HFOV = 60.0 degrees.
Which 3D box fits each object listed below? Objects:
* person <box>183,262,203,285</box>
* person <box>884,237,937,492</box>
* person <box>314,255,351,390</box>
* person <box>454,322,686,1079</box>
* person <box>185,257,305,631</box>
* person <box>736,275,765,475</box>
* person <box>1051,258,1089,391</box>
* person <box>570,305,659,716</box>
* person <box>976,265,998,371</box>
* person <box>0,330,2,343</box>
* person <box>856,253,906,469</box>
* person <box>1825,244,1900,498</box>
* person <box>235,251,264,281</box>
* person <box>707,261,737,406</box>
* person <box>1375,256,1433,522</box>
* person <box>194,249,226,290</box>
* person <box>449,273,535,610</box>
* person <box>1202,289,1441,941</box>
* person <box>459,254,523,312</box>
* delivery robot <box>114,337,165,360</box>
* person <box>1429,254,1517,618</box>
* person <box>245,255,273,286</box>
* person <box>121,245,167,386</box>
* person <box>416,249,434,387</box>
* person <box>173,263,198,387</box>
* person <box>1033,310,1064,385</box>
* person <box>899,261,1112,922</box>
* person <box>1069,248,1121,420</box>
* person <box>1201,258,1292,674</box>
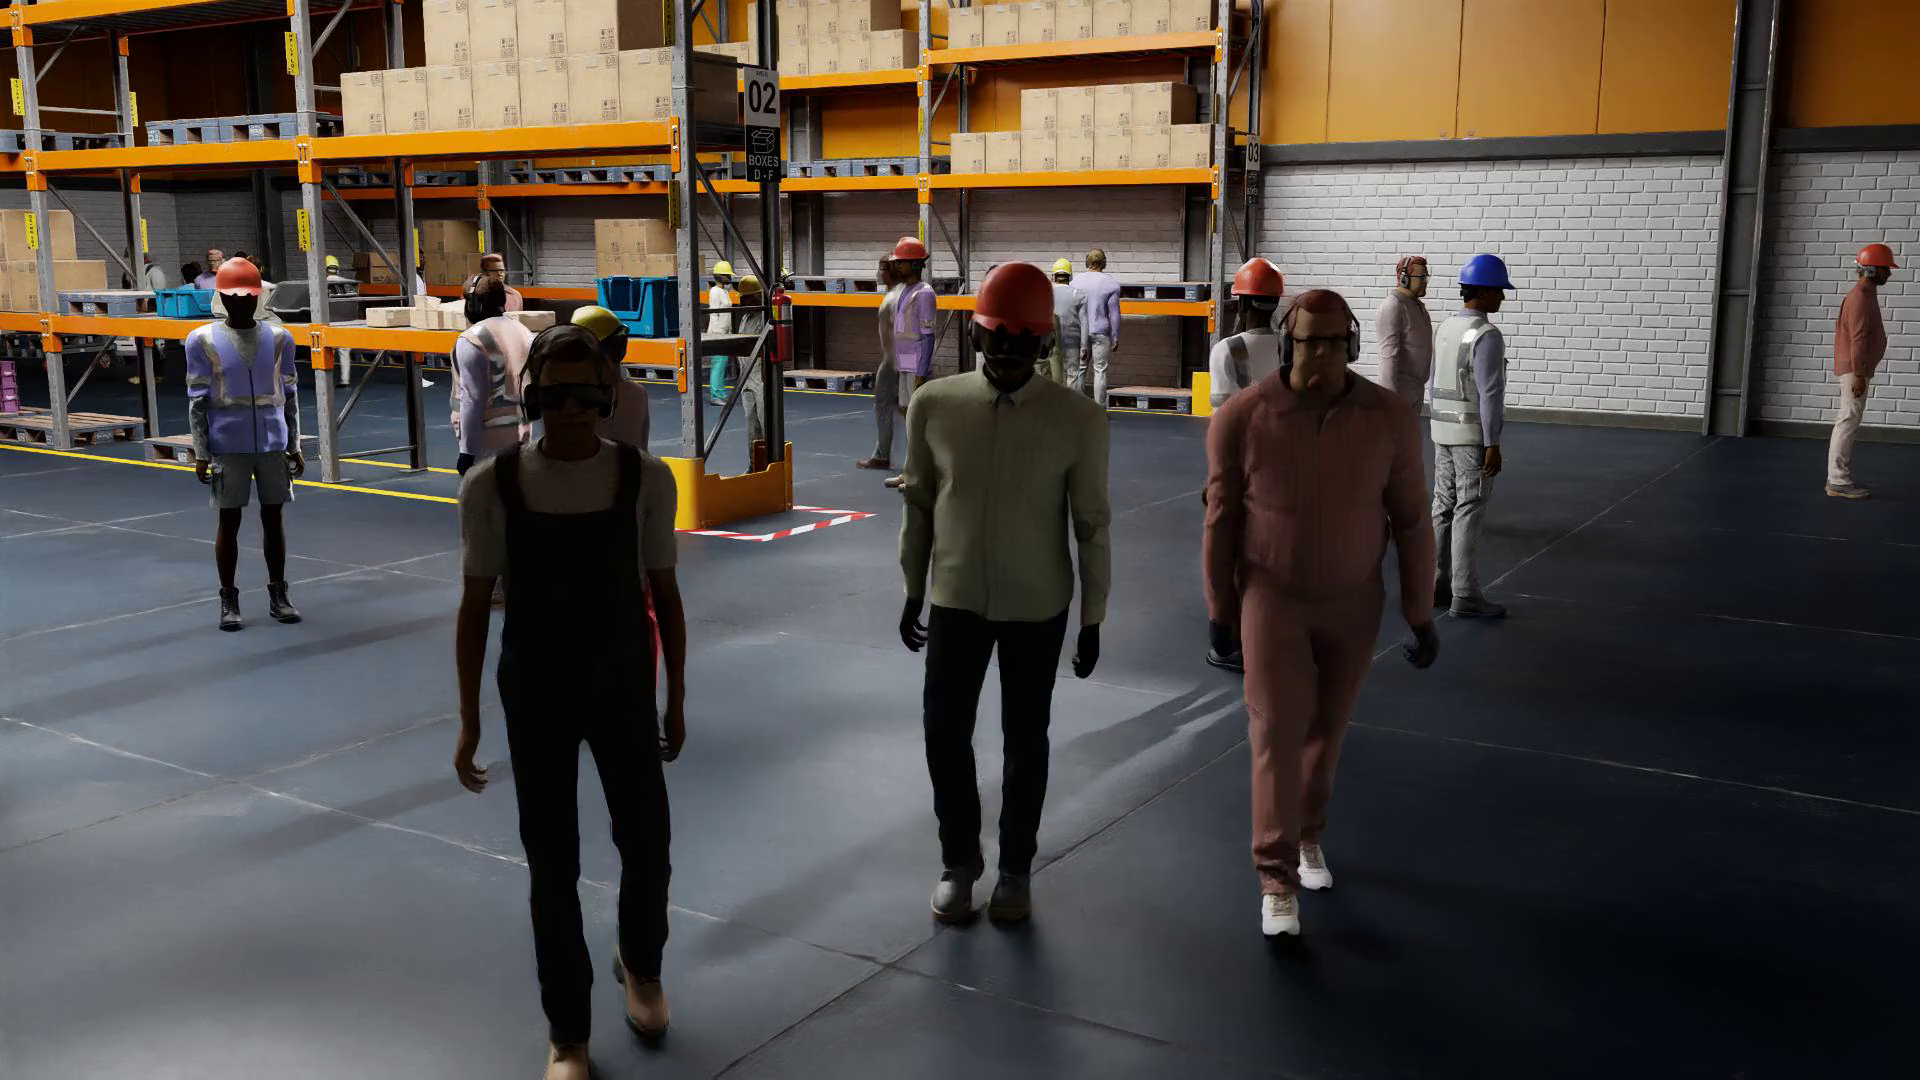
[{"bbox_3d":[-13.857,-4.241,30.257,0.266,1.631,0.507,8,13,39],"label":"person"},{"bbox_3d":[-0.391,-1.403,13.399,0.374,2.044,0.605,-4,11,-20],"label":"person"},{"bbox_3d":[-8.443,-2.914,22.405,0.602,1.817,0.482,-7,12,-35],"label":"person"},{"bbox_3d":[-0.926,0.402,3.984,0.549,1.835,0.450,-2,10,-12],"label":"person"},{"bbox_3d":[-3.701,-0.496,8.674,0.552,1.932,0.377,-7,13,-36],"label":"person"},{"bbox_3d":[-1.696,-1.313,13.751,0.305,1.737,0.484,-8,13,-36],"label":"person"},{"bbox_3d":[1.112,-2.143,18.124,0.598,1.826,0.404,3,11,15],"label":"person"},{"bbox_3d":[-1.441,-0.076,6.838,0.322,1.761,0.522,2,11,13],"label":"person"},{"bbox_3d":[0.257,-0.902,11.106,0.329,1.871,0.513,-1,10,-5],"label":"person"},{"bbox_3d":[-11.804,-2.519,20.026,0.575,1.882,0.360,2,10,10],"label":"person"},{"bbox_3d":[-0.468,-1.568,14.673,0.840,1.918,0.627,1,10,3],"label":"person"},{"bbox_3d":[7.121,-1.333,13.149,0.402,1.990,0.622,5,11,26],"label":"person"},{"bbox_3d":[-11.602,-3.756,26.996,0.633,1.841,0.429,-5,11,-24],"label":"person"},{"bbox_3d":[-2.917,-2.528,20.408,0.333,1.767,0.532,2,10,8],"label":"person"},{"bbox_3d":[3.222,-1.085,12.018,0.403,1.906,0.652,7,12,33],"label":"person"},{"bbox_3d":[-9.449,-2.754,21.283,0.644,1.901,0.400,-1,10,-7],"label":"person"},{"bbox_3d":[-2.574,-0.538,9.165,0.429,1.842,0.632,3,11,18],"label":"person"},{"bbox_3d":[1.073,0.213,4.901,0.663,1.868,0.899,0,10,-2],"label":"person"},{"bbox_3d":[-4.129,-1.588,14.841,0.396,1.898,0.637,9,13,40],"label":"person"},{"bbox_3d":[-13.176,-3.106,26.699,0.707,0.478,0.477,-1,10,-6],"label":"delivery robot"},{"bbox_3d":[2.751,-0.558,8.986,0.395,1.943,0.617,-2,10,-12],"label":"person"},{"bbox_3d":[-8.333,-2.465,19.832,0.651,1.849,0.519,6,12,32],"label":"person"},{"bbox_3d":[-11.404,-3.155,23.111,0.730,2.000,0.999,4,11,21],"label":"person"},{"bbox_3d":[-7.554,-3.083,23.054,0.371,1.916,0.597,-1,10,-8],"label":"person"},{"bbox_3d":[-10.591,-2.960,22.993,0.537,1.694,0.318,-8,13,-37],"label":"person"},{"bbox_3d":[0.462,-1.262,13.257,0.742,1.806,0.621,-7,13,-35],"label":"person"},{"bbox_3d":[0.124,0.181,4.843,0.633,1.960,0.551,2,10,8],"label":"person"},{"bbox_3d":[1.491,-2.295,18.656,0.634,1.936,0.369,4,11,20],"label":"person"},{"bbox_3d":[1.383,-0.342,7.805,0.542,1.939,0.366,-4,11,-21],"label":"person"}]
